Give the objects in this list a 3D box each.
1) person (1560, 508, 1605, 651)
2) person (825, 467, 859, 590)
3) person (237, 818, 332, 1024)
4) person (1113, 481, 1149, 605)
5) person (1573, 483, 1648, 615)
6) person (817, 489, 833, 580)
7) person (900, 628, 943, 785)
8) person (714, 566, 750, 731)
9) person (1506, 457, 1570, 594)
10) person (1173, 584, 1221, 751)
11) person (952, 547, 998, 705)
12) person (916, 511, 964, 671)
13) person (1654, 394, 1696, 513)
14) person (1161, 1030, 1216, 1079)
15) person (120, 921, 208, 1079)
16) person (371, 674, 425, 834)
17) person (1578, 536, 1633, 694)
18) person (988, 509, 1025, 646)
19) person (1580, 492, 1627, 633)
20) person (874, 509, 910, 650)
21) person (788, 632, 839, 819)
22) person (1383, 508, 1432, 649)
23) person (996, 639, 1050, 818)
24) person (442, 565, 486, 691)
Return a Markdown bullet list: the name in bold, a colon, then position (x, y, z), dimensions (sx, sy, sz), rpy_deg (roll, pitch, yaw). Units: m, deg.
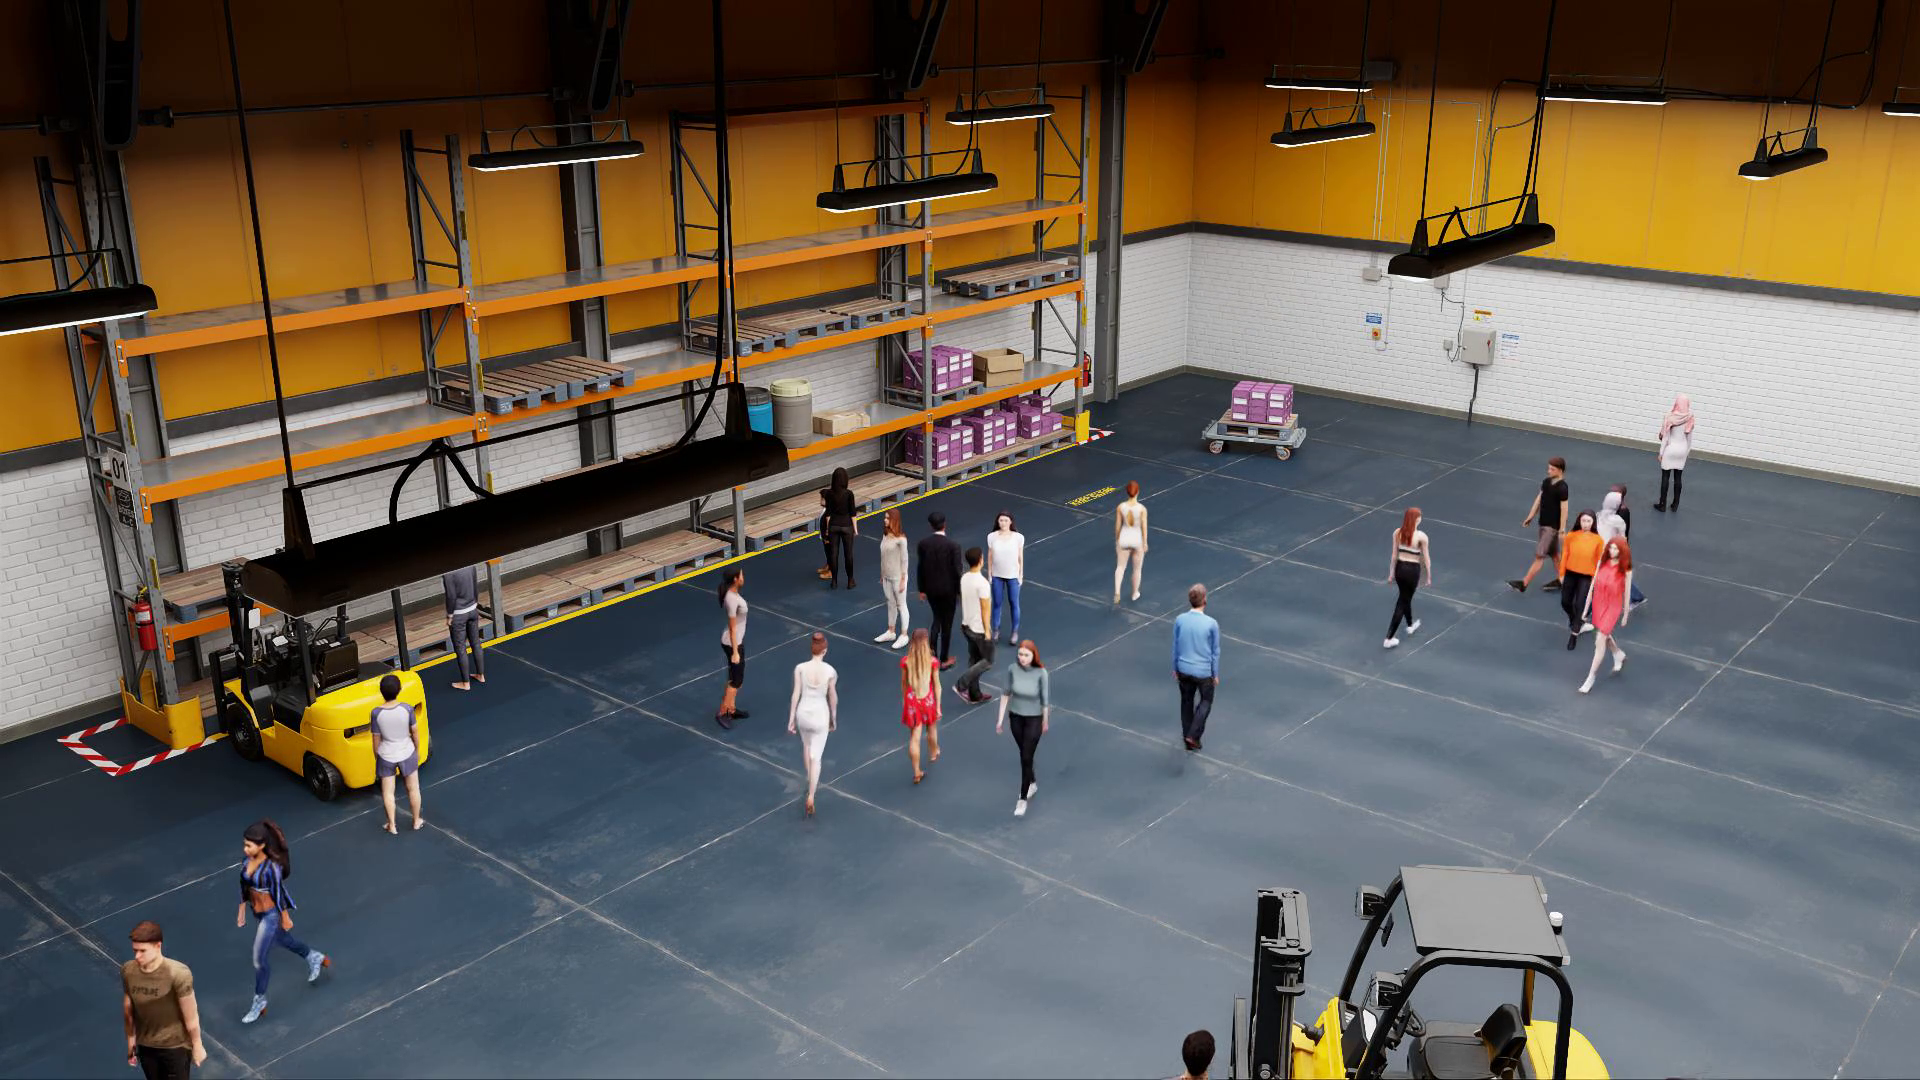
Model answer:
- **person**: position (7.420, 0.434, 19.888), dimensions (0.709, 1.728, 0.927), rpy_deg (11, 21, 29)
- **person**: position (-1.559, -0.156, 21.775), dimensions (0.644, 1.642, 0.674), rpy_deg (1, 19, 4)
- **person**: position (-5.279, 2.876, 12.869), dimensions (0.656, 1.580, 1.051), rpy_deg (13, 23, 34)
- **person**: position (2.156, 0.063, 21.147), dimensions (0.762, 1.629, 0.947), rpy_deg (6, 19, 17)
- **person**: position (8.264, 0.129, 20.821), dimensions (1.099, 1.712, 1.159), rpy_deg (2, 19, 6)
- **person**: position (-1.767, -0.099, 22.257), dimensions (0.640, 1.227, 0.588), rpy_deg (-3, 19, -8)
- **person**: position (-0.412, 1.668, 16.474), dimensions (0.852, 1.568, 1.011), rpy_deg (3, 19, 10)
- **person**: position (-2.446, 1.137, 17.792), dimensions (0.883, 1.734, 0.849), rpy_deg (-1, 19, -3)
- **person**: position (7.734, -0.179, 21.572), dimensions (1.210, 1.815, 1.145), rpy_deg (-2, 19, -6)
- **person**: position (2.395, 1.342, 17.061), dimensions (0.752, 1.812, 0.805), rpy_deg (10, 21, 27)
- **person**: position (0.107, 0.978, 18.185), dimensions (0.871, 1.784, 0.809), rpy_deg (-11, 21, -29)
- **person**: position (-0.263, 0.611, 19.159), dimensions (0.759, 1.859, 0.715), rpy_deg (12, 22, 32)
- **person**: position (10.726, -1.313, 24.959), dimensions (0.745, 1.804, 0.792), rpy_deg (0, 19, 0)
- **person**: position (1.374, 3.740, 9.879), dimensions (0.740, 1.851, 0.669), rpy_deg (6, 20, 18)
- **person**: position (-5.262, 3.320, 11.142), dimensions (0.838, 1.841, 0.928), rpy_deg (5, 19, 14)
- **person**: position (-5.271, 1.988, 15.532), dimensions (0.617, 1.564, 0.723), rpy_deg (-8, 20, -22)
- **person**: position (7.313, 0.806, 18.689), dimensions (1.228, 1.788, 0.809), rpy_deg (-12, 22, -32)
- **person**: position (0.553, 0.444, 19.931), dimensions (0.675, 1.682, 0.694), rpy_deg (3, 19, 7)
- **person**: position (7.781, 0.309, 20.250), dimensions (1.158, 1.734, 0.855), rpy_deg (-10, 21, -28)
- **person**: position (-0.775, 0.436, 19.907), dimensions (0.589, 1.713, 0.630), rpy_deg (-16, 24, -39)
- **person**: position (-1.422, 1.791, 15.828), dimensions (0.852, 1.747, 0.964), rpy_deg (1, 19, 3)
- **person**: position (5.267, 0.482, 19.781), dimensions (0.629, 1.706, 1.056), rpy_deg (17, 25, 41)
- **person**: position (0.664, 1.733, 16.054), dimensions (0.741, 1.714, 0.993), rpy_deg (10, 21, 27)
- **person**: position (-5.589, 0.806, 18.721), dimensions (0.711, 1.768, 0.530), rpy_deg (10, 21, 27)
